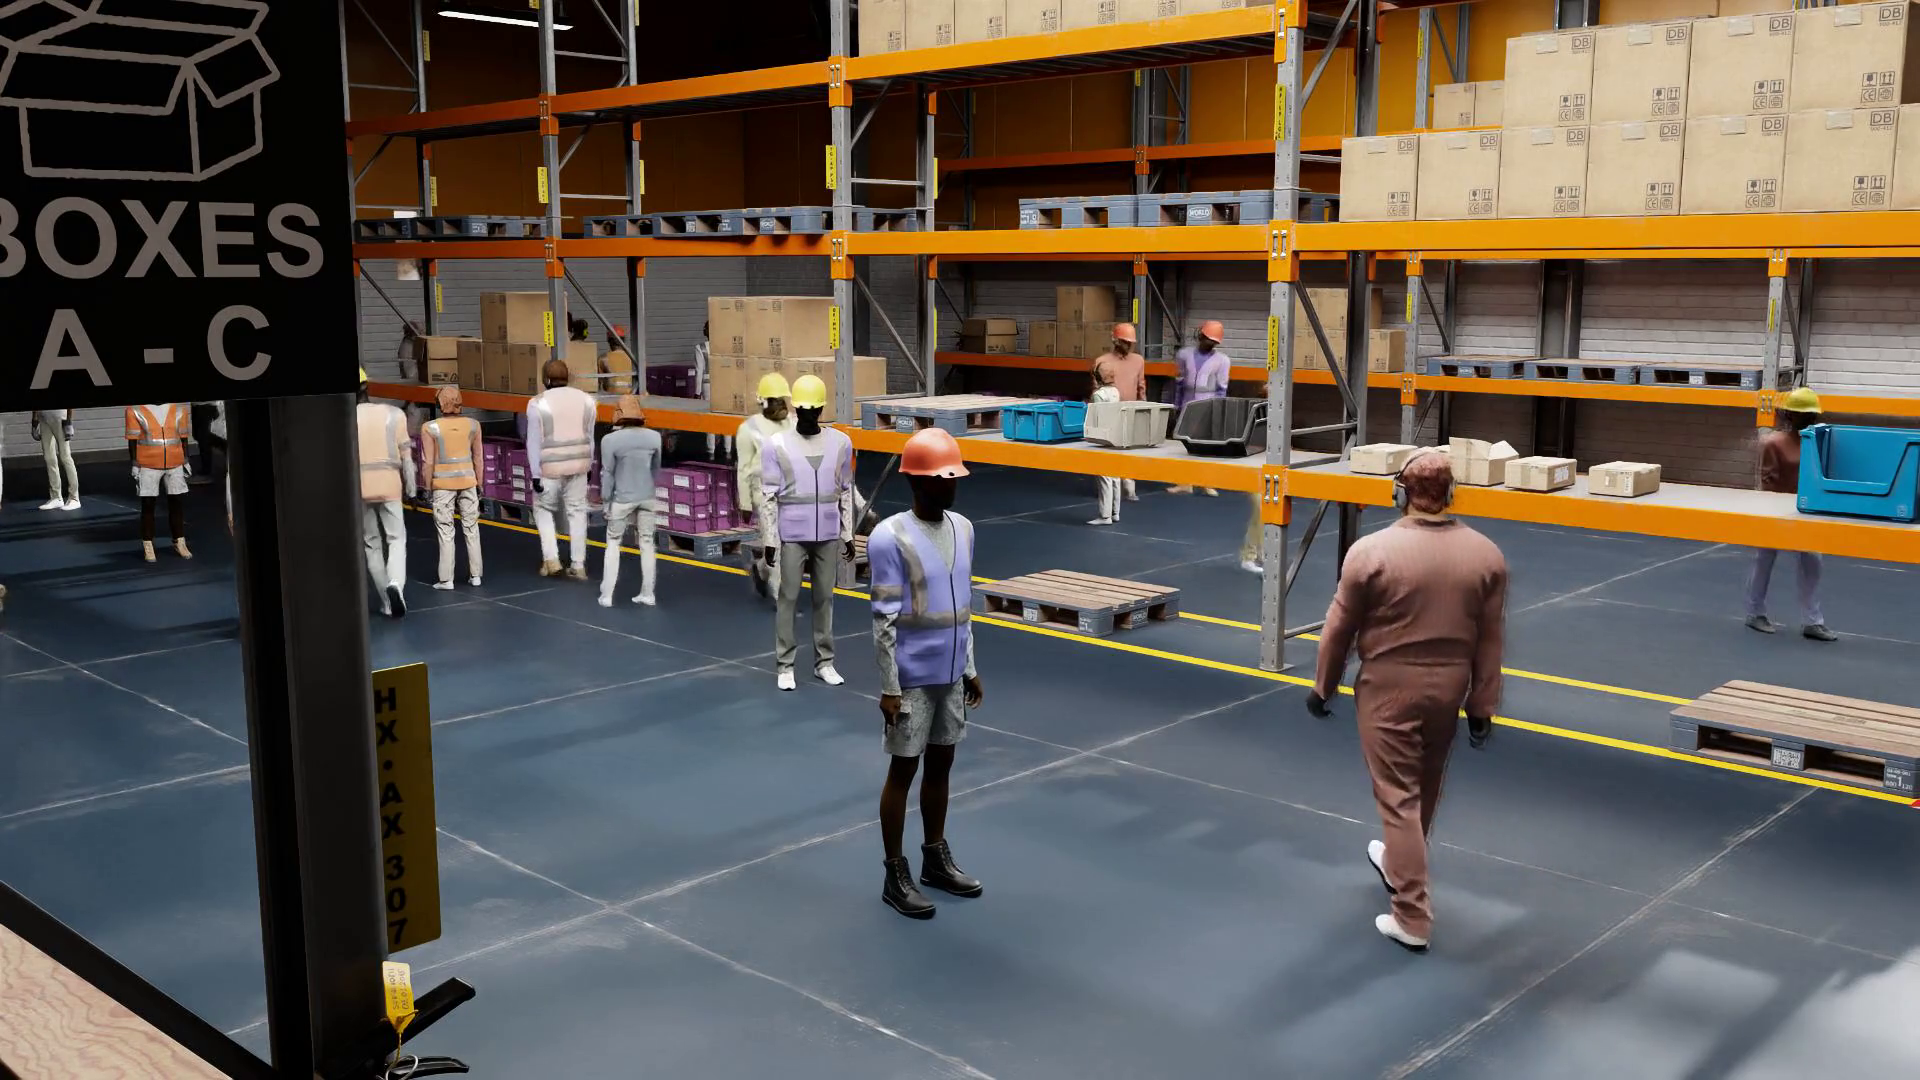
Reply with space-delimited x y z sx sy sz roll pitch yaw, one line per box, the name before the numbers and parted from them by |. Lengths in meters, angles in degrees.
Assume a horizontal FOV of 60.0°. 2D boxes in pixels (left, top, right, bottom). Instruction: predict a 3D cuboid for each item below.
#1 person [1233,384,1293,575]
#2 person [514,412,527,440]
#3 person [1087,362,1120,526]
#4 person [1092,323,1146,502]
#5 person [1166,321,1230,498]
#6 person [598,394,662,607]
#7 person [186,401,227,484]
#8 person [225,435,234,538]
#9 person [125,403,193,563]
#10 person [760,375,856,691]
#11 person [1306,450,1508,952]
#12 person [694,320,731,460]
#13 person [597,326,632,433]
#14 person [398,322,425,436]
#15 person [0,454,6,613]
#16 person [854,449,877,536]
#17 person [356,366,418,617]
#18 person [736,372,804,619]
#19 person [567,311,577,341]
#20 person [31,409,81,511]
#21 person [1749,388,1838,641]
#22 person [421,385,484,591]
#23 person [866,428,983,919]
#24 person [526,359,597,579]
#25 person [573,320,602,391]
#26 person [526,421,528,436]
person | 2.592 -0.485 13.784 0.530 1.598 0.784 -5 11 -30
person | -6.205 -2.240 23.657 0.409 1.908 0.647 -3 10 -16
person | 1.446 -0.959 16.628 0.315 1.636 0.515 5 11 28
person | 1.765 -1.383 18.202 0.676 1.963 0.749 -2 10 -13
person | 2.628 -1.458 18.655 0.782 1.996 0.402 6 11 33
person | -2.501 -0.292 12.599 0.507 1.622 0.379 -6 11 -31
person | -8.974 -1.671 19.942 0.631 1.977 0.734 9 13 42
person | -4.604 -0.209 11.288 1.058 1.874 0.646 6 11 31
person | -7.011 -0.655 14.583 0.535 1.697 0.318 -8 12 -42
person | -0.914 -0.045 10.142 0.593 1.922 0.377 -4 10 -24
person | 1.695 0.580 6.491 0.650 1.870 0.850 -2 10 -14
person | -3.303 -2.018 22.367 0.573 1.883 0.354 -6 11 -31
person | -4.141 -1.639 20.126 0.577 1.875 1.033 -4 10 -23
person | -7.281 -1.974 22.170 0.455 1.865 0.768 -2 10 -13
person | -7.179 -0.321 12.023 0.769 1.863 0.576 5 11 29
person | -1.102 -0.953 16.038 0.841 1.820 0.621 6 11 34
person | -4.246 -0.337 12.025 0.625 1.890 0.626 -3 10 -19
person | -1.396 -0.342 12.310 0.607 1.814 0.684 -9 13 -43
person | -6.062 -2.538 25.455 0.597 1.915 0.370 6 11 32
person | -9.639 -1.236 17.657 0.509 1.862 0.321 2 10 13
person | 5.768 -0.168 11.469 0.525 1.737 0.785 -1 9 -8
person | -4.036 -0.410 13.254 0.523 1.639 0.306 -8 12 -41
person | -0.115 0.518 6.649 0.359 1.939 0.542 8 12 41
person | -3.301 -0.578 13.744 0.636 1.826 0.508 -7 11 -36
person | -5.285 -2.173 23.434 0.504 1.848 0.676 5 10 26
person | -6.573 -2.415 25.360 0.536 1.699 0.321 -4 10 -25
